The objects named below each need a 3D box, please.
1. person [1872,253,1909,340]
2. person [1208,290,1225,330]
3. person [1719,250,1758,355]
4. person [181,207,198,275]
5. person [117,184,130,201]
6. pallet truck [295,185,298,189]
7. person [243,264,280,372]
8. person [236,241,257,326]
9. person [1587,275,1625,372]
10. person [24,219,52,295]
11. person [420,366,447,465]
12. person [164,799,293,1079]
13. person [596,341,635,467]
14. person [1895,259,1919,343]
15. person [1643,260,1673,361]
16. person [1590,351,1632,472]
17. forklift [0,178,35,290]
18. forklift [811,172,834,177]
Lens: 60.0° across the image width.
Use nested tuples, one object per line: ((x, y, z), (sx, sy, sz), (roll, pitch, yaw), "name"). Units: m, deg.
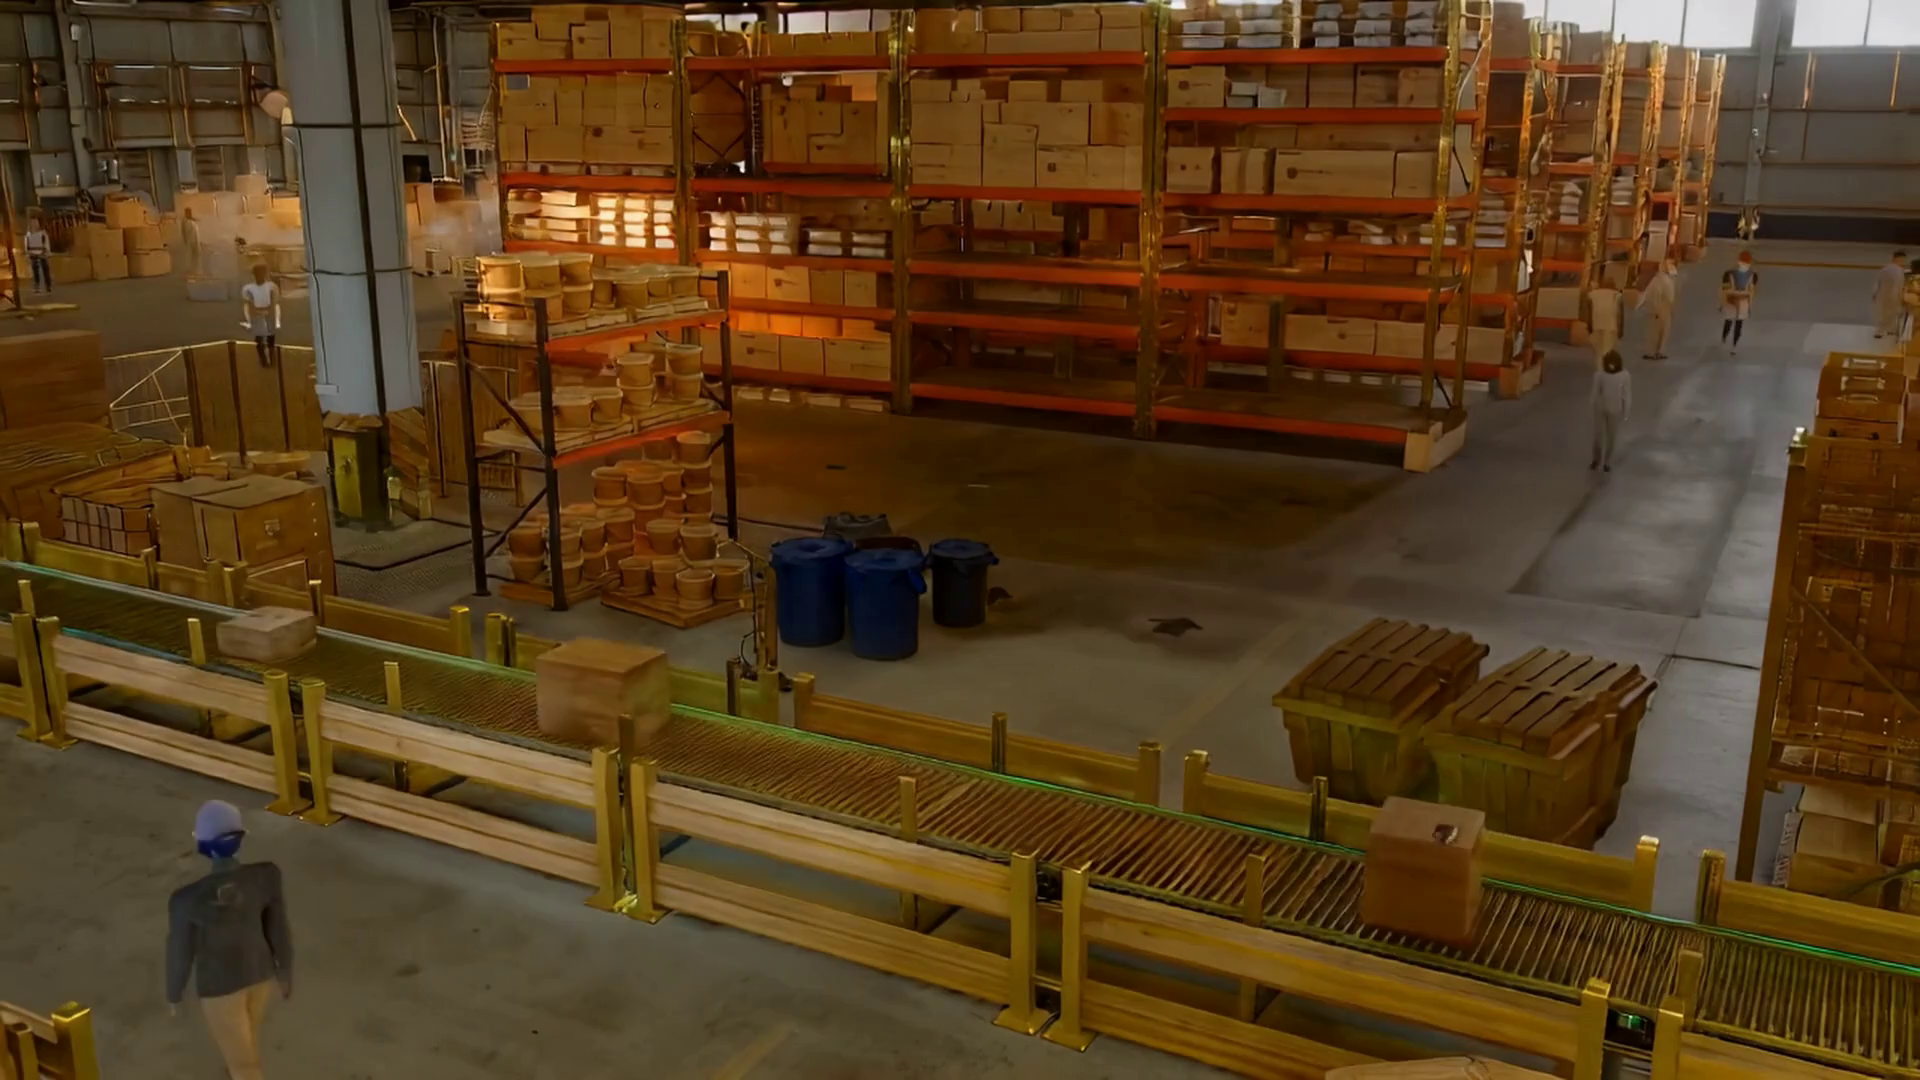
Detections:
((18.950, -4.952, 33.835), (0.772, 1.774, 0.665), (-3, 15, -12), "person")
((5.222, -4.964, 34.146), (0.507, 1.632, 0.265), (-8, 17, -26), "person")
((14.910, -4.567, 31.908), (0.632, 2.022, 0.596), (3, 15, 10), "person")
((-20.909, -8.064, 45.218), (0.634, 1.937, 0.355), (14, 20, 42), "person")
((-28.830, -11.337, 57.537), (0.381, 1.931, 0.548), (2, 15, 8), "person")
((-26.804, -14.617, 69.738), (1.885, 1.965, 0.823), (-14, 20, -42), "pallet truck")
((-12.633, -4.043, 30.134), (0.611, 1.938, 0.959), (-7, 16, -24), "person")
((-15.442, -5.600, 36.176), (0.513, 1.836, 0.909), (4, 15, 13), "person")
((11.279, -3.719, 29.083), (0.651, 1.832, 0.447), (10, 18, 33), "person")
((-23.073, -7.075, 41.608), (0.574, 1.883, 0.355), (-2, 15, -6), "person")
((-7.139, -1.722, 21.860), (0.635, 1.680, 0.545), (8, 17, 28), "person")
((-3.306, 2.035, 7.658), (0.881, 1.727, 0.530), (10, 18, 34), "person")
((-4.368, -1.648, 21.326), (0.508, 1.815, 0.603), (6, 16, 22), "person")
((19.027, -4.763, 33.263), (0.316, 1.698, 0.541), (-2, 15, -9), "person")
((13.152, -4.299, 31.199), (0.488, 1.886, 0.686), (9, 17, 29), "person")
((8.521, -1.676, 21.814), (0.513, 1.615, 0.444), (6, 16, 22), "person")
((-24.798, -7.829, 42.532), (1.873, 2.768, 1.129), (8, 17, 28), "forklift")
((-5.073, -12.923, 61.680), (1.129, 2.768, 1.873), (8, 17, 28), "forklift")
